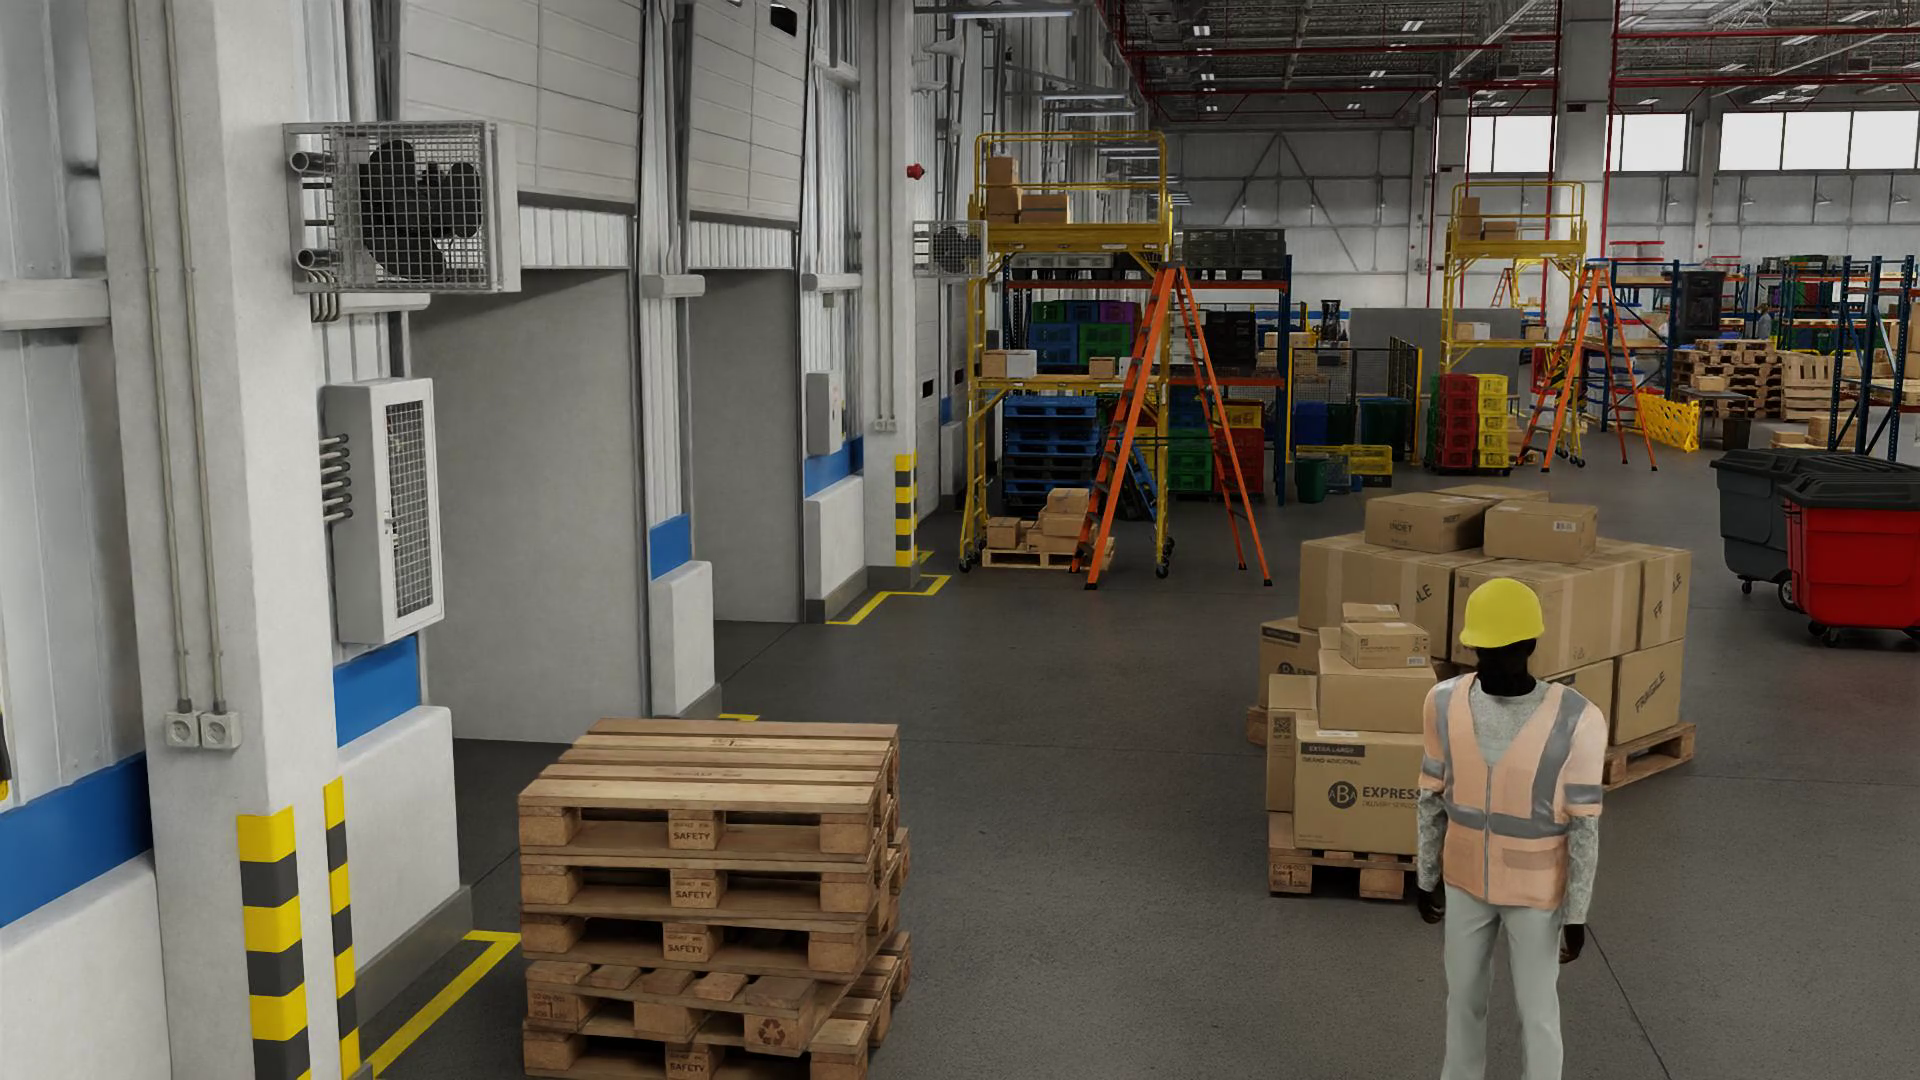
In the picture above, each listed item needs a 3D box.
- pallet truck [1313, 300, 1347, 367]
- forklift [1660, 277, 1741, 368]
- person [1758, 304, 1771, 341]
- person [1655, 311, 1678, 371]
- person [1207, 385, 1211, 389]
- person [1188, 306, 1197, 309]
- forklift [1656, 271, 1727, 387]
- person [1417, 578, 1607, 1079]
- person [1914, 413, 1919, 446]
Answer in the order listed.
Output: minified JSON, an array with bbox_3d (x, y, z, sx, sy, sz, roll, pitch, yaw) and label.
[{"bbox_3d":[11.159,-6.200,49.718,0.823,1.965,1.885,4,10,26],"label":"pallet truck"},{"bbox_3d":[21.211,-6.265,47.408,1.873,2.768,1.129,-3,10,-17],"label":"forklift"},{"bbox_3d":[22.195,-5.557,45.959,0.357,1.931,0.628,4,10,21],"label":"person"},{"bbox_3d":[17.425,-4.702,40.837,0.548,1.895,0.996,8,12,42],"label":"person"},{"bbox_3d":[5.201,-3.649,35.119,0.313,1.634,0.514,-5,10,-28],"label":"person"},{"bbox_3d":[6.214,-5.352,44.710,0.544,1.930,0.389,-5,11,-29],"label":"person"},{"bbox_3d":[17.535,-4.966,39.392,1.129,2.768,1.873,0,9,0],"label":"forklift"},{"bbox_3d":[1.682,1.061,5.185,0.584,1.920,0.395,8,12,40],"label":"person"},{"bbox_3d":[15.701,-2.367,26.890,0.322,1.737,0.486,8,12,42],"label":"person"}]
